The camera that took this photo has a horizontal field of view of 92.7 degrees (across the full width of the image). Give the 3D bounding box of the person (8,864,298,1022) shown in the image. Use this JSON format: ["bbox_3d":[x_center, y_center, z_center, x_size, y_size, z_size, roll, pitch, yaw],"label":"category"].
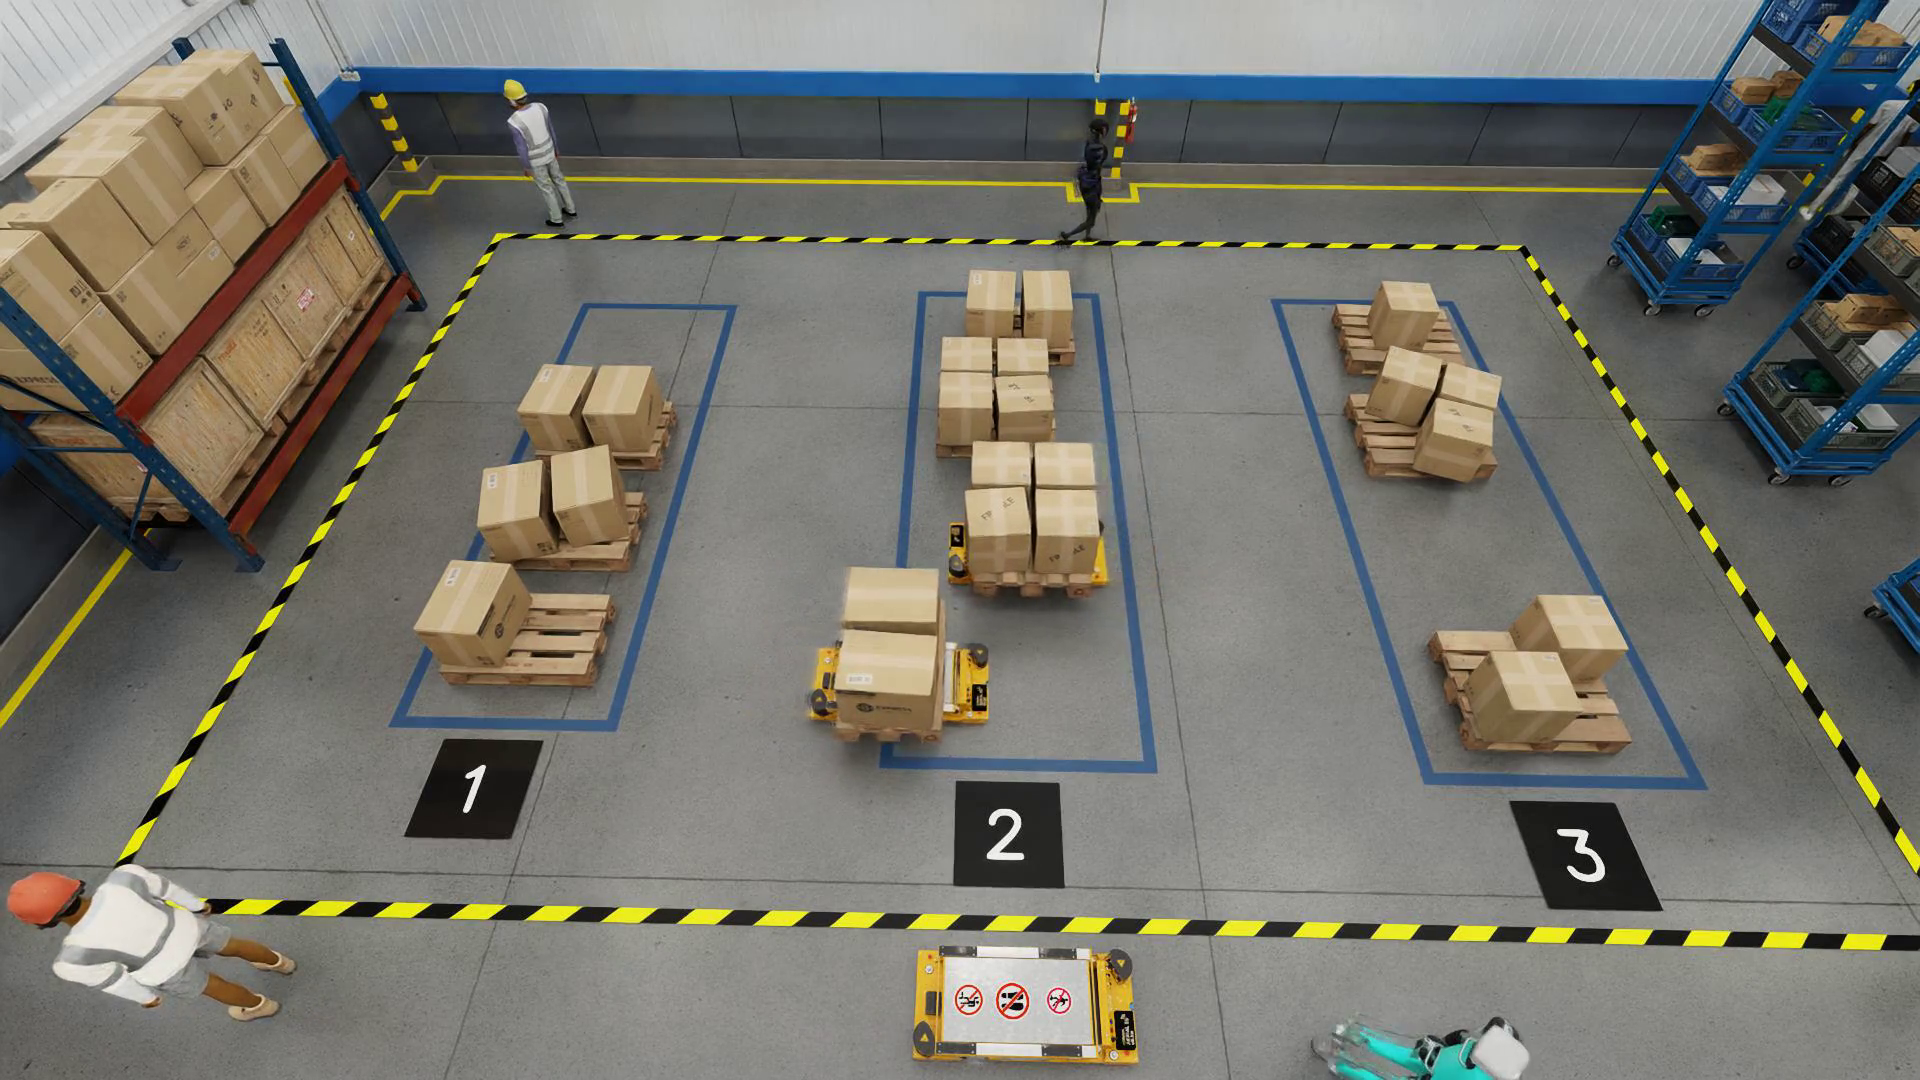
[{"bbox_3d":[-4.692,2.400,5.386,0.392,2.042,0.609,2,51,2],"label":"person"}]

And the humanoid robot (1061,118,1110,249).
[{"bbox_3d":[1.519,-4.299,11.090,0.537,1.644,0.608,-7,51,-5],"label":"humanoid robot"}]

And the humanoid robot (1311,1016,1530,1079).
[{"bbox_3d":[2.375,2.894,5.211,0.884,1.815,0.539,33,58,24],"label":"humanoid robot"}]

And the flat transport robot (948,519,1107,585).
[{"bbox_3d":[0.611,0.089,8.395,1.431,0.197,0.652,1,51,1],"label":"flat transport robot"}]

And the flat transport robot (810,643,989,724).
[{"bbox_3d":[-0.479,1.157,7.525,1.431,0.197,0.652,1,51,1],"label":"flat transport robot"}]

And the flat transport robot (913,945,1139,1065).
[{"bbox_3d":[0.422,3.041,6.007,1.431,0.231,0.659,1,51,1],"label":"flat transport robot"}]

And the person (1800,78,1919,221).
[{"bbox_3d":[11.323,-4.815,11.385,0.509,1.860,0.319,26,55,20],"label":"person"}]

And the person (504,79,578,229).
[{"bbox_3d":[-5.220,-4.763,11.359,0.404,1.830,0.599,21,54,16],"label":"person"}]
